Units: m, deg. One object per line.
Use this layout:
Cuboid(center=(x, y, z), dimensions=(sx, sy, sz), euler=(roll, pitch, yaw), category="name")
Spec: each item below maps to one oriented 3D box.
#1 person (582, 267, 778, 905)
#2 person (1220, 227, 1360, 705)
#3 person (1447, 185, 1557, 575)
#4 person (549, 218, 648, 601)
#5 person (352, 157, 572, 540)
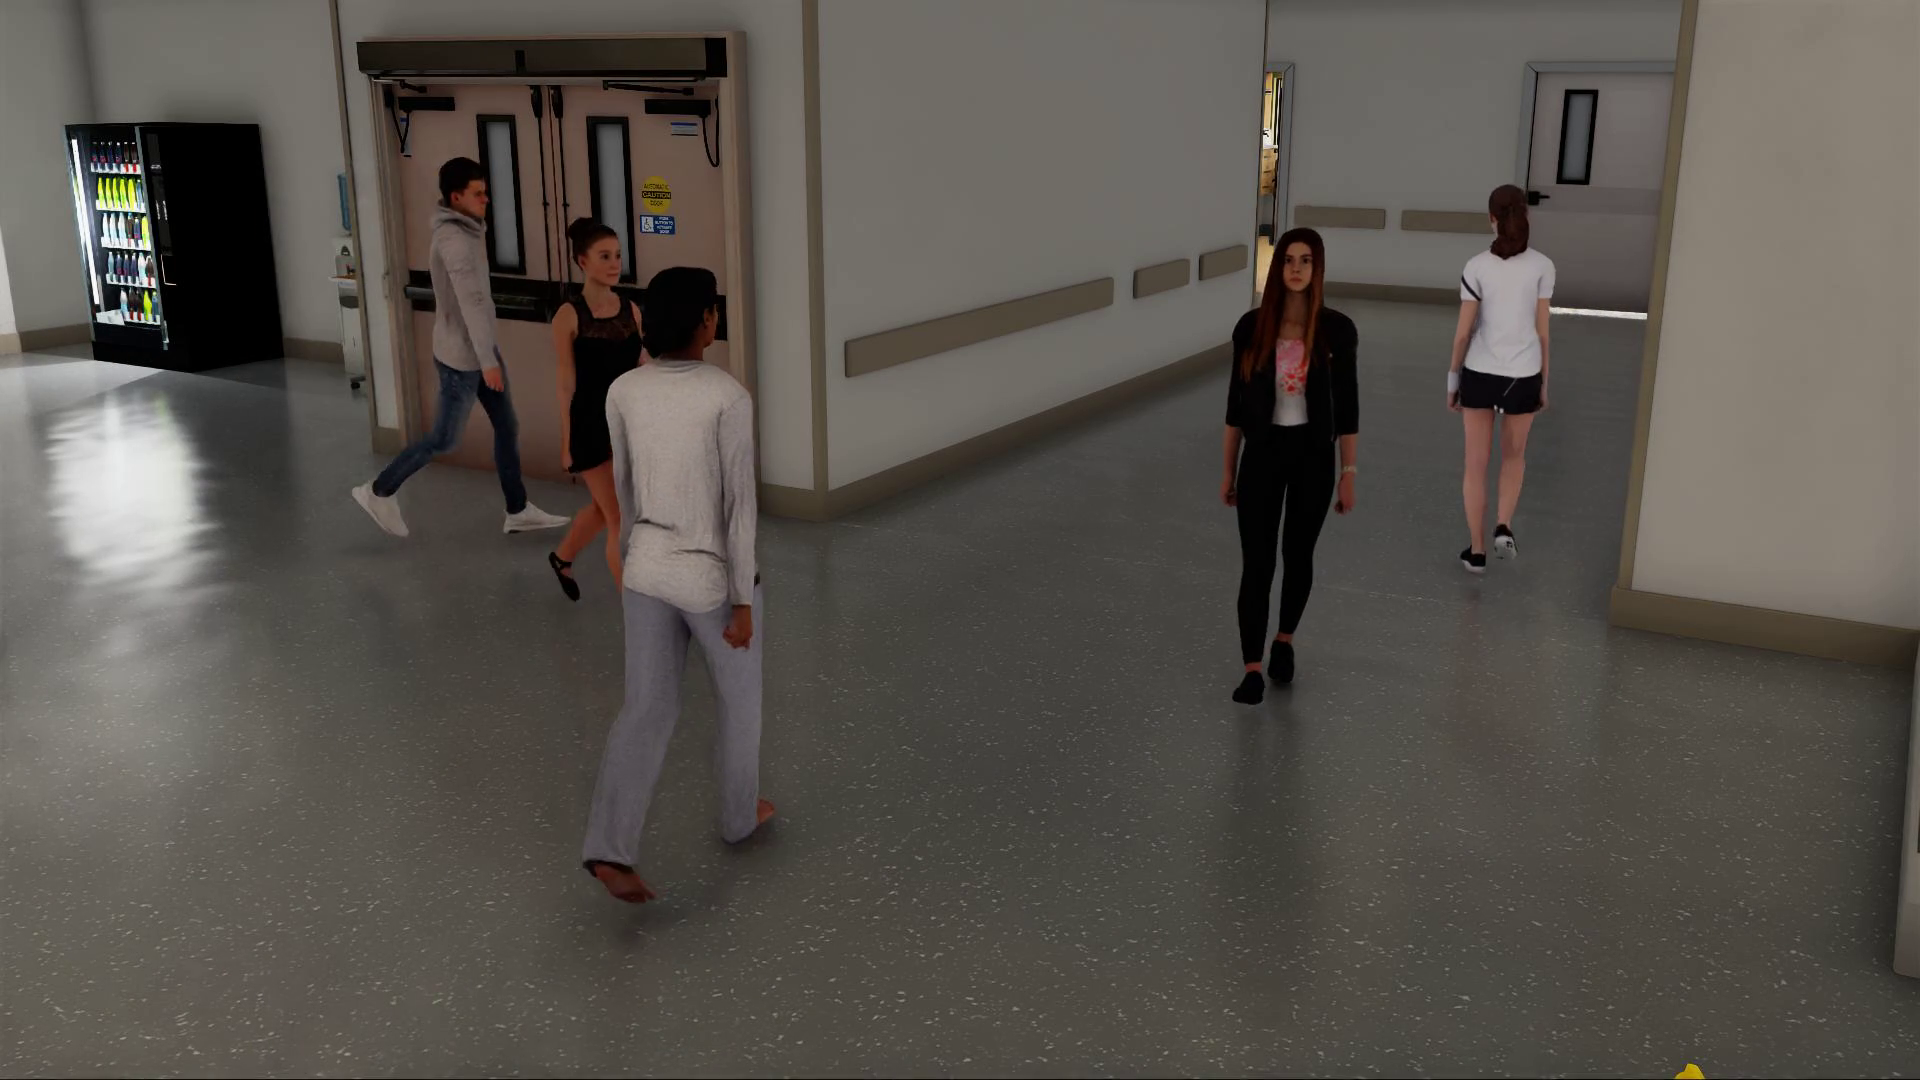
Cuboid(center=(-0.783, 0.147, 4.537), dimensions=(1.076, 1.703, 0.817), euler=(6, 17, 19), category="person")
Cuboid(center=(1.207, -0.276, 6.073), dimensions=(1.041, 1.684, 0.892), euler=(4, 16, 13), category="person")
Cuboid(center=(2.413, -0.675, 7.390), dimensions=(0.705, 1.738, 0.761), euler=(2, 16, 8), category="person")
Cuboid(center=(-1.482, -0.440, 6.725), dimensions=(1.131, 1.646, 0.721), euler=(13, 20, 39), category="person")
Cuboid(center=(-2.445, -0.854, 7.885), dimensions=(1.311, 1.813, 1.137), euler=(-2, 16, -6), category="person")
